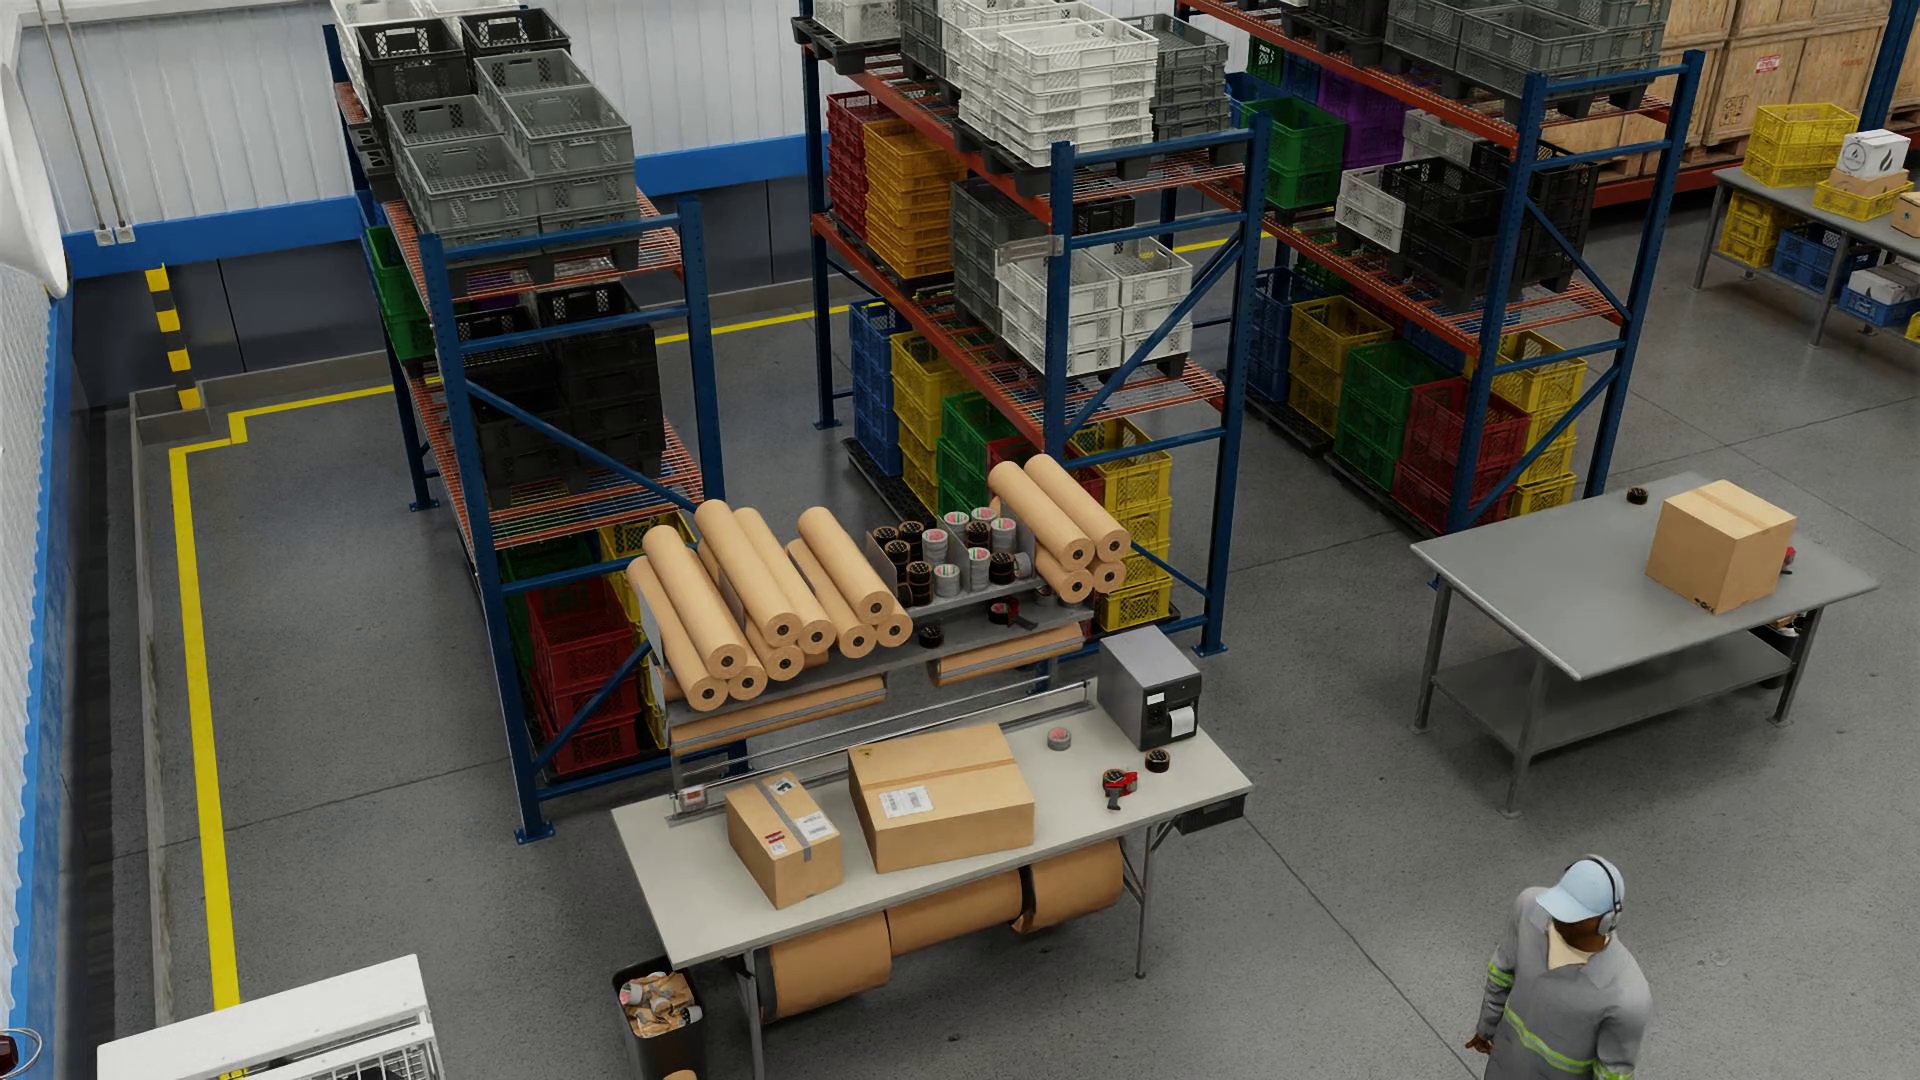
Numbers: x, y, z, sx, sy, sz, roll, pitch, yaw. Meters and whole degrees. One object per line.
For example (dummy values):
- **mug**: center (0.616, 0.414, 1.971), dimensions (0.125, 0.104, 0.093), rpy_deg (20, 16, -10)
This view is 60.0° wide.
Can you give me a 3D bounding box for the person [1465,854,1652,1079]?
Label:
- **person**: center (1.939, 1.775, 5.578), dimensions (0.374, 1.852, 0.588), rpy_deg (-15, 34, -22)
